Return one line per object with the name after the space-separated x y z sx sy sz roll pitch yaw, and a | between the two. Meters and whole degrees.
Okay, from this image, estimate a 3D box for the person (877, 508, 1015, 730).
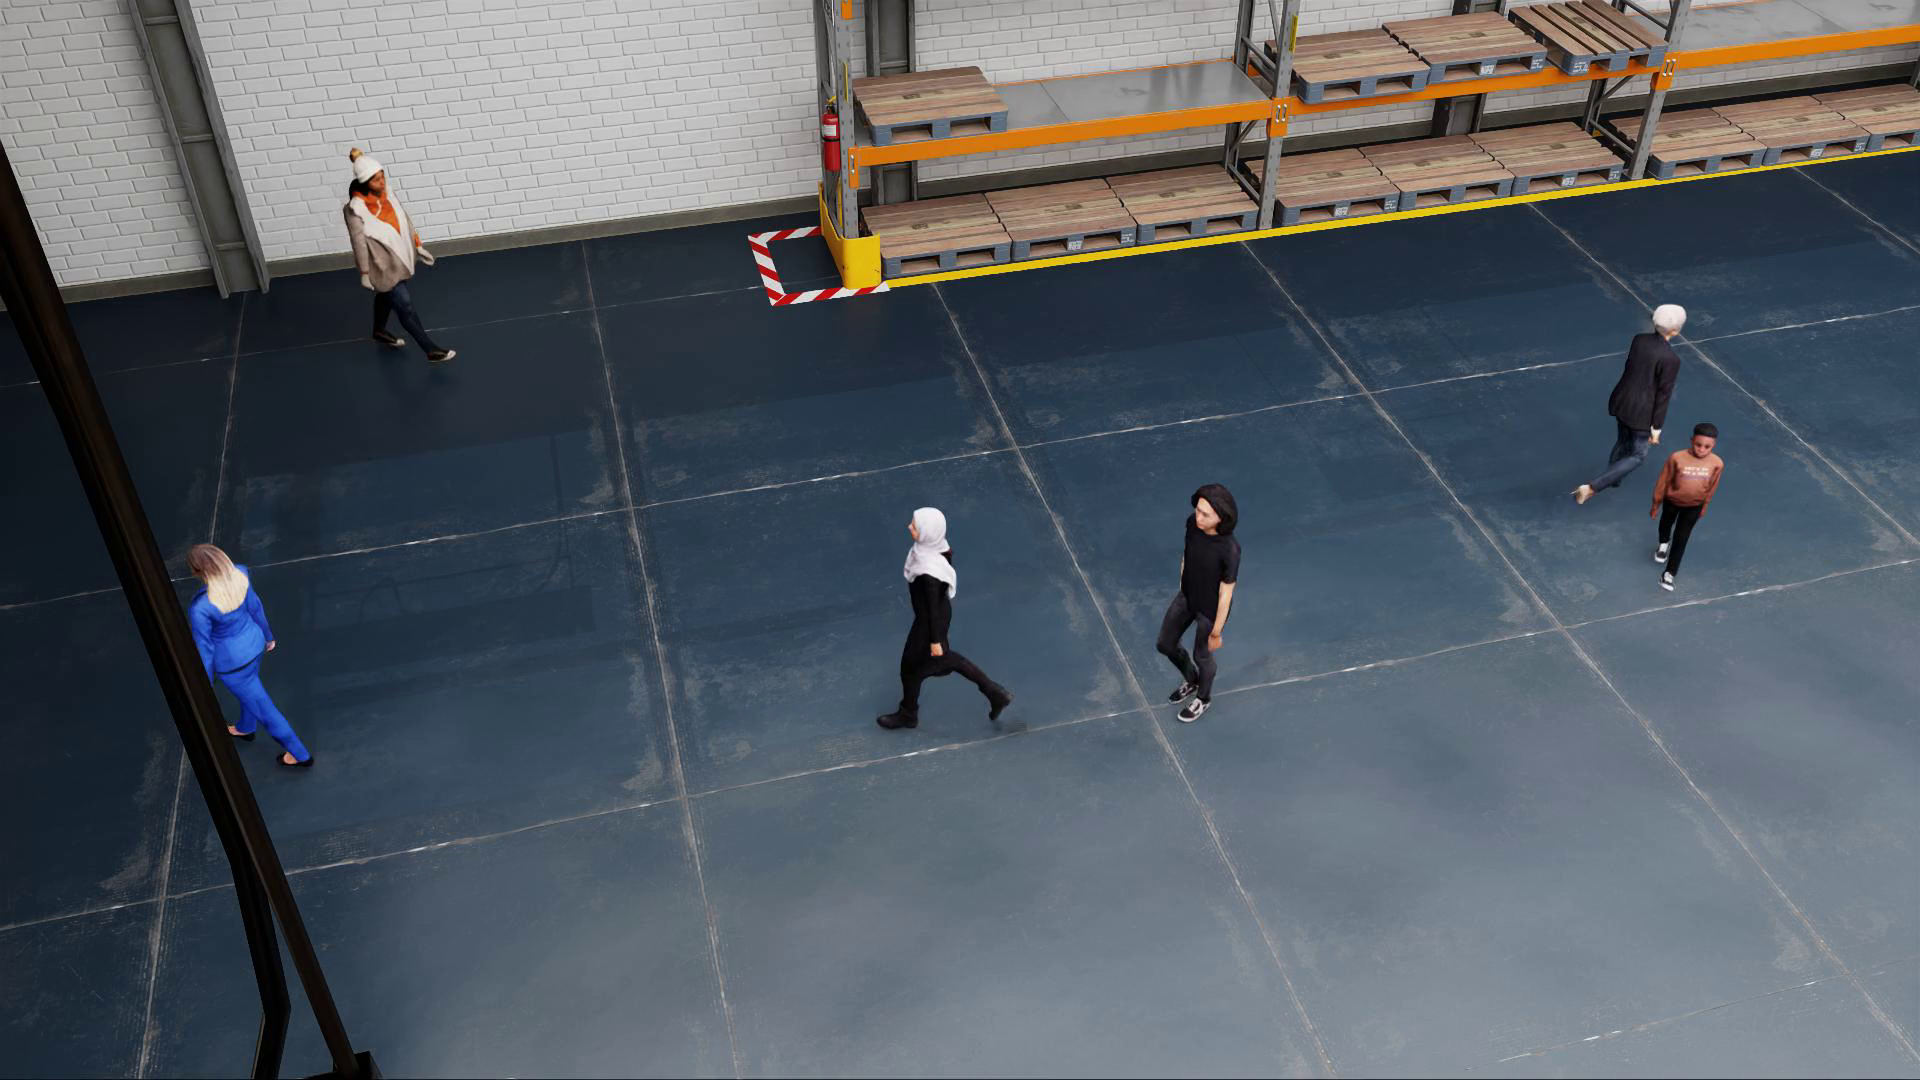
-0.085 0.509 10.070 1.171 1.755 0.860 3 39 3 | person

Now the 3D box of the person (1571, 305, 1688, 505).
4.892 -0.888 12.149 0.862 1.751 0.771 -13 40 -16 | person

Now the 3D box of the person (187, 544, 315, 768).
-4.196 0.729 9.864 1.089 1.668 0.939 10 40 12 | person

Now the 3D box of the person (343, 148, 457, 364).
-4.742 -2.307 13.522 1.262 1.848 1.085 10 40 13 | person

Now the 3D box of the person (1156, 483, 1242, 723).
1.558 0.353 10.213 0.715 1.821 0.734 -22 43 -25 | person

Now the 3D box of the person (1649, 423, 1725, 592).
5.006 -0.303 11.517 0.911 1.218 0.909 13 41 16 | person
